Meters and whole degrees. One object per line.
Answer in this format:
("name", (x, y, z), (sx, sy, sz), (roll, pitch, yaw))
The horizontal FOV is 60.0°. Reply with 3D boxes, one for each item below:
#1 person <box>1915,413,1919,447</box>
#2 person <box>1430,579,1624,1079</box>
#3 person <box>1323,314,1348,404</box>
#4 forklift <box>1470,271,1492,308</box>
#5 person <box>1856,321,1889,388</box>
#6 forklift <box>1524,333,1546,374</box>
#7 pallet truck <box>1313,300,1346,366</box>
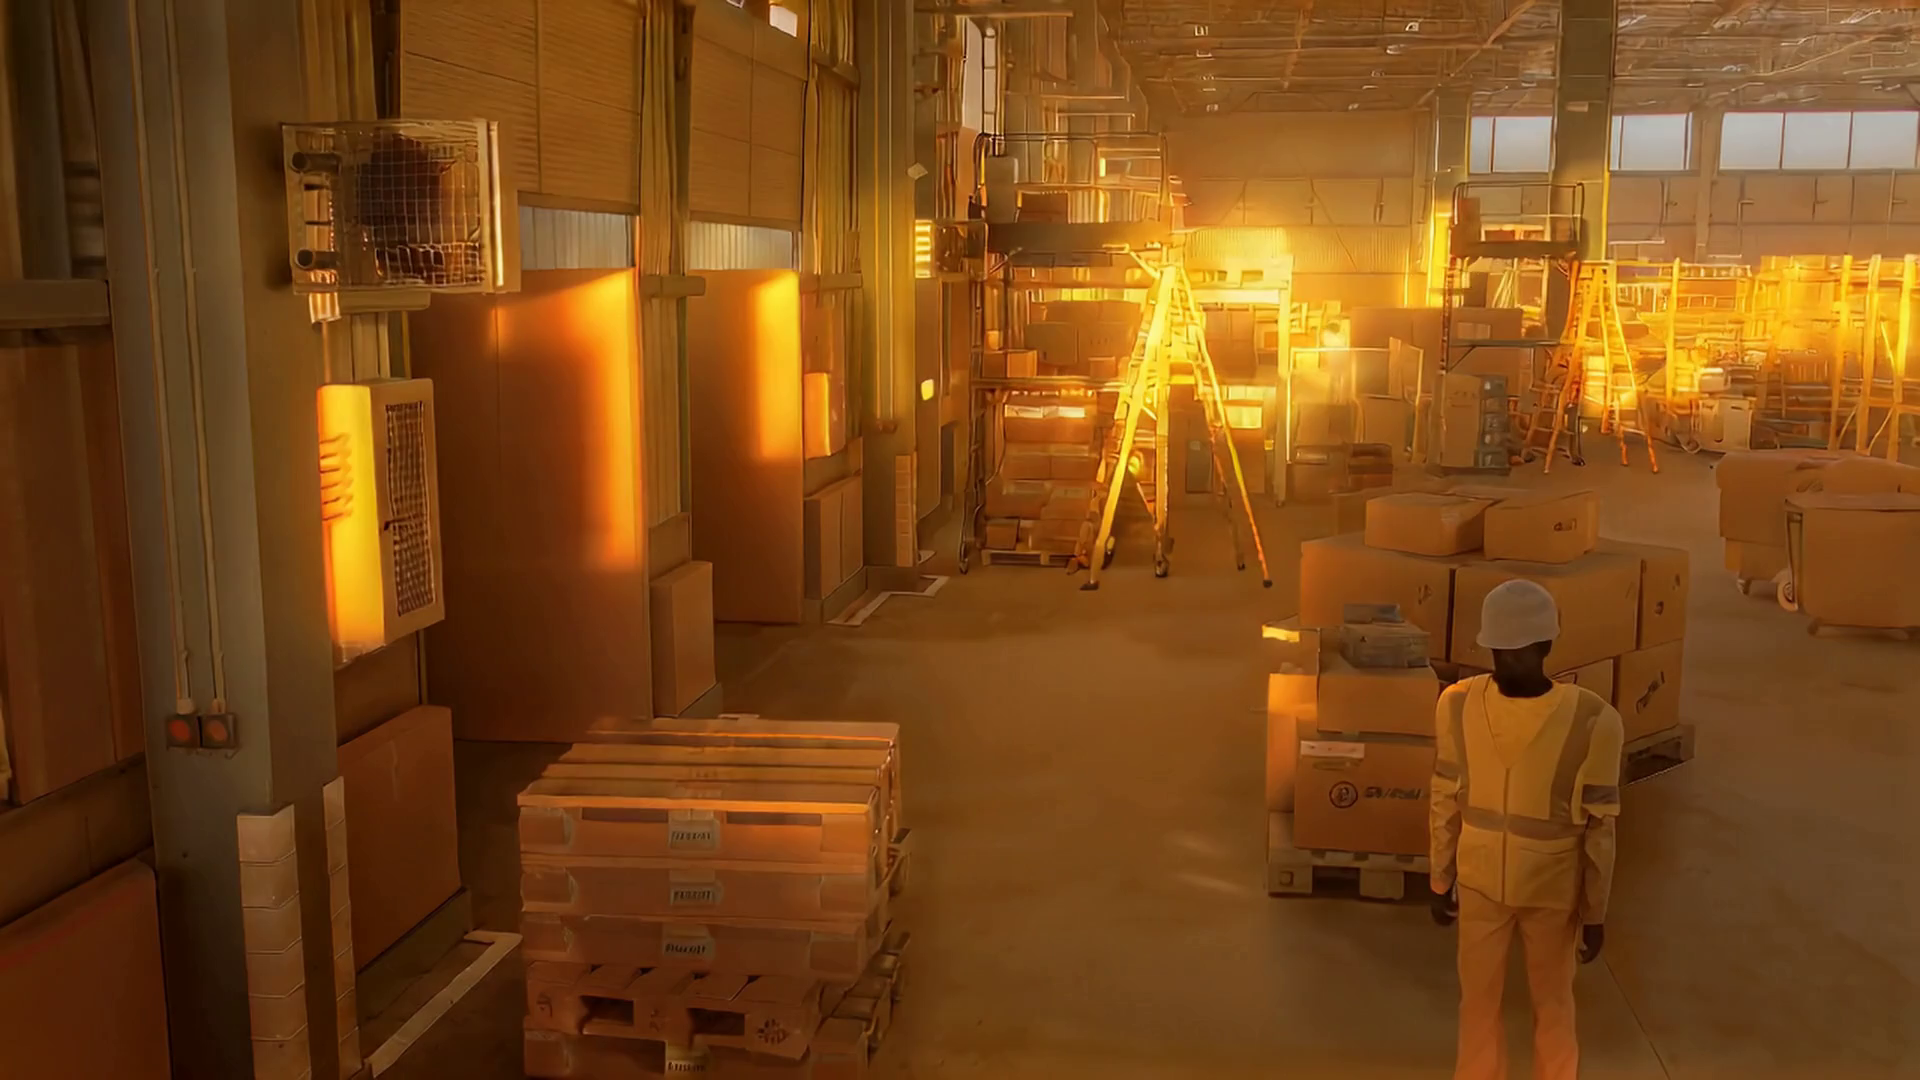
("person", (15.628, -2.344, 26.744), (0.320, 1.739, 0.485), (9, 13, 43))
("person", (1.726, 1.063, 5.172), (0.584, 1.920, 0.395), (7, 12, 37))
("person", (8.021, -3.840, 35.448), (0.568, 1.900, 0.878), (4, 10, 22))
("forklift", (12.957, -5.334, 41.665), (1.873, 2.768, 1.129), (1, 9, 9))
("person", (20.630, -4.214, 37.670), (0.627, 1.934, 0.372), (8, 12, 42))
("forklift", (16.414, -5.876, 45.008), (1.873, 2.768, 1.129), (7, 12, 37))
("pallet truck", (11.159, -6.200, 49.718), (0.823, 1.965, 1.885), (4, 10, 26))
